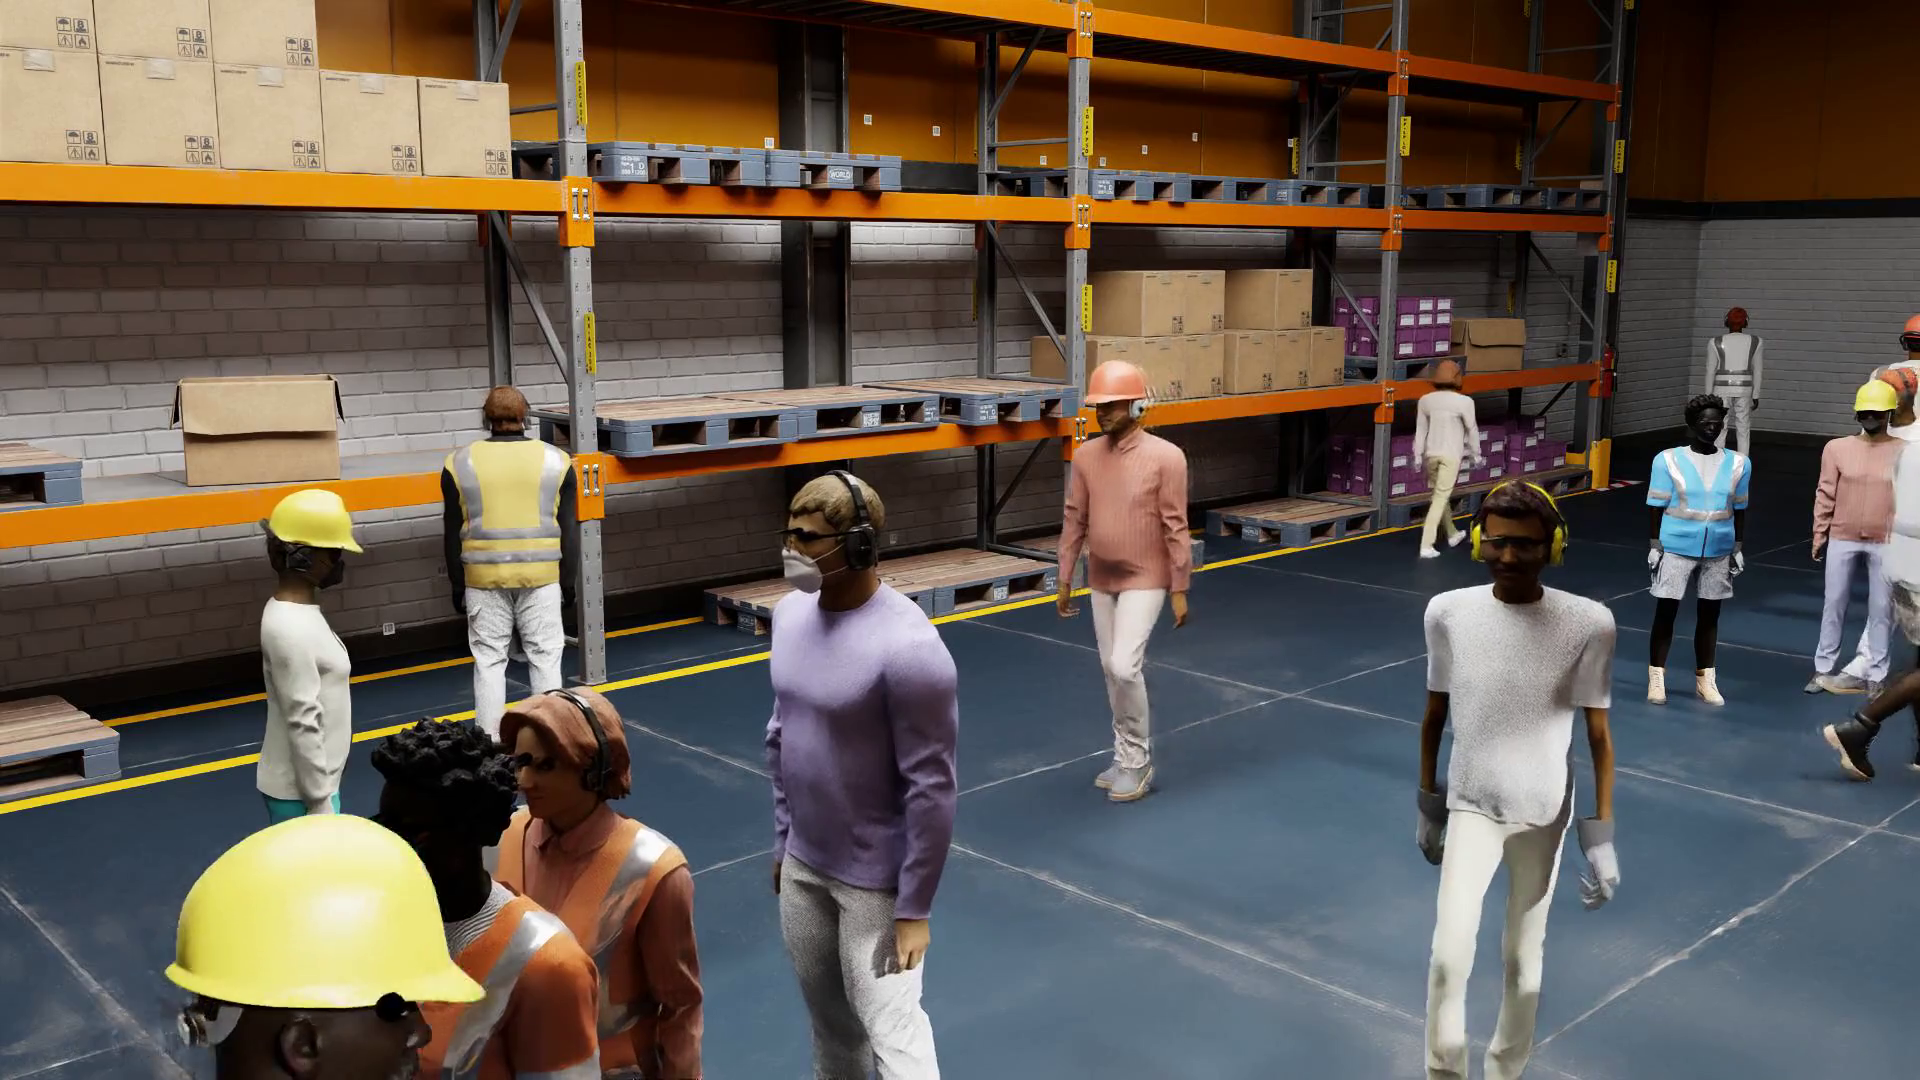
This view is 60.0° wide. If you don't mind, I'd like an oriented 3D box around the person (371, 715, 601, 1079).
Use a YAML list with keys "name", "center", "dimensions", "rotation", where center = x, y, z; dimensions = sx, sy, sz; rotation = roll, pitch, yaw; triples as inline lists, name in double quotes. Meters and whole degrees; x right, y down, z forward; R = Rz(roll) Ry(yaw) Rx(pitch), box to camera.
- name: "person"
  center: [-0.824, 1.119, 2.789]
  dimensions: [0.531, 1.698, 0.320]
  rotation: [6, 11, 32]

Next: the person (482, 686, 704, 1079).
- name: "person"
  center: [-0.718, 1.077, 3.206]
  dimensions: [0.515, 1.640, 0.315]
  rotation: [5, 11, 26]

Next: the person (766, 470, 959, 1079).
- name: "person"
  center: [-0.256, 0.792, 3.998]
  dimensions: [0.376, 1.940, 0.629]
  rotation: [-8, 13, -39]

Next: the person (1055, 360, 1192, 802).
- name: "person"
  center: [0.699, 0.185, 7.451]
  dimensions: [0.649, 1.969, 0.599]
  rotation: [9, 13, 43]

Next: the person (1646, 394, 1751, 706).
- name: "person"
  center: [3.985, 0.056, 9.012]
  dimensions: [0.535, 1.700, 0.318]
  rotation: [1, 10, 6]

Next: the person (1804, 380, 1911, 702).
- name: "person"
  center: [4.950, 0.008, 9.097]
  dimensions: [0.533, 1.767, 0.327]
  rotation: [7, 12, 35]

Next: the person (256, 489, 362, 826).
- name: "person"
  center: [-1.895, 0.727, 4.906]
  dimensions: [0.328, 1.762, 0.522]
  rotation: [-4, 11, -23]

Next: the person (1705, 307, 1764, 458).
- name: "person"
  center: [8.343, -1.566, 17.970]
  dimensions: [0.572, 1.883, 0.355]
  rotation: [3, 10, 14]

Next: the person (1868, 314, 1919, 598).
- name: "person"
  center: [6.665, -0.567, 11.650]
  dimensions: [0.377, 2.045, 0.605]
  rotation: [-9, 13, -42]

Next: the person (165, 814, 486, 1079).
- name: "person"
  center: [-0.708, 1.217, 1.668]
  dimensions: [0.546, 1.883, 0.614]
  rotation: [-3, 10, -17]

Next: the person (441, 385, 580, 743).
- name: "person"
  center: [-2.113, 0.185, 7.882]
  dimensions: [0.618, 1.836, 0.431]
  rotation: [-3, 10, -17]

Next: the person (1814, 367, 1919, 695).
- name: "person"
  center: [5.302, -0.053, 9.292]
  dimensions: [0.988, 1.838, 0.634]
  rotation: [-2, 10, -14]

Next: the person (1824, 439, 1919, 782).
- name: "person"
  center: [4.440, 0.168, 7.671]
  dimensions: [0.766, 1.941, 0.630]
  rotation: [0, 10, 1]

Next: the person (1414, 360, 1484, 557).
- name: "person"
  center: [3.991, -0.670, 13.590]
  dimensions: [0.855, 1.589, 0.500]
  rotation: [-8, 13, -39]

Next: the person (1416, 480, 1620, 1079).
- name: "person"
  center: [1.470, 0.771, 4.403]
  dimensions: [0.535, 1.845, 0.659]
  rotation: [3, 10, 19]
